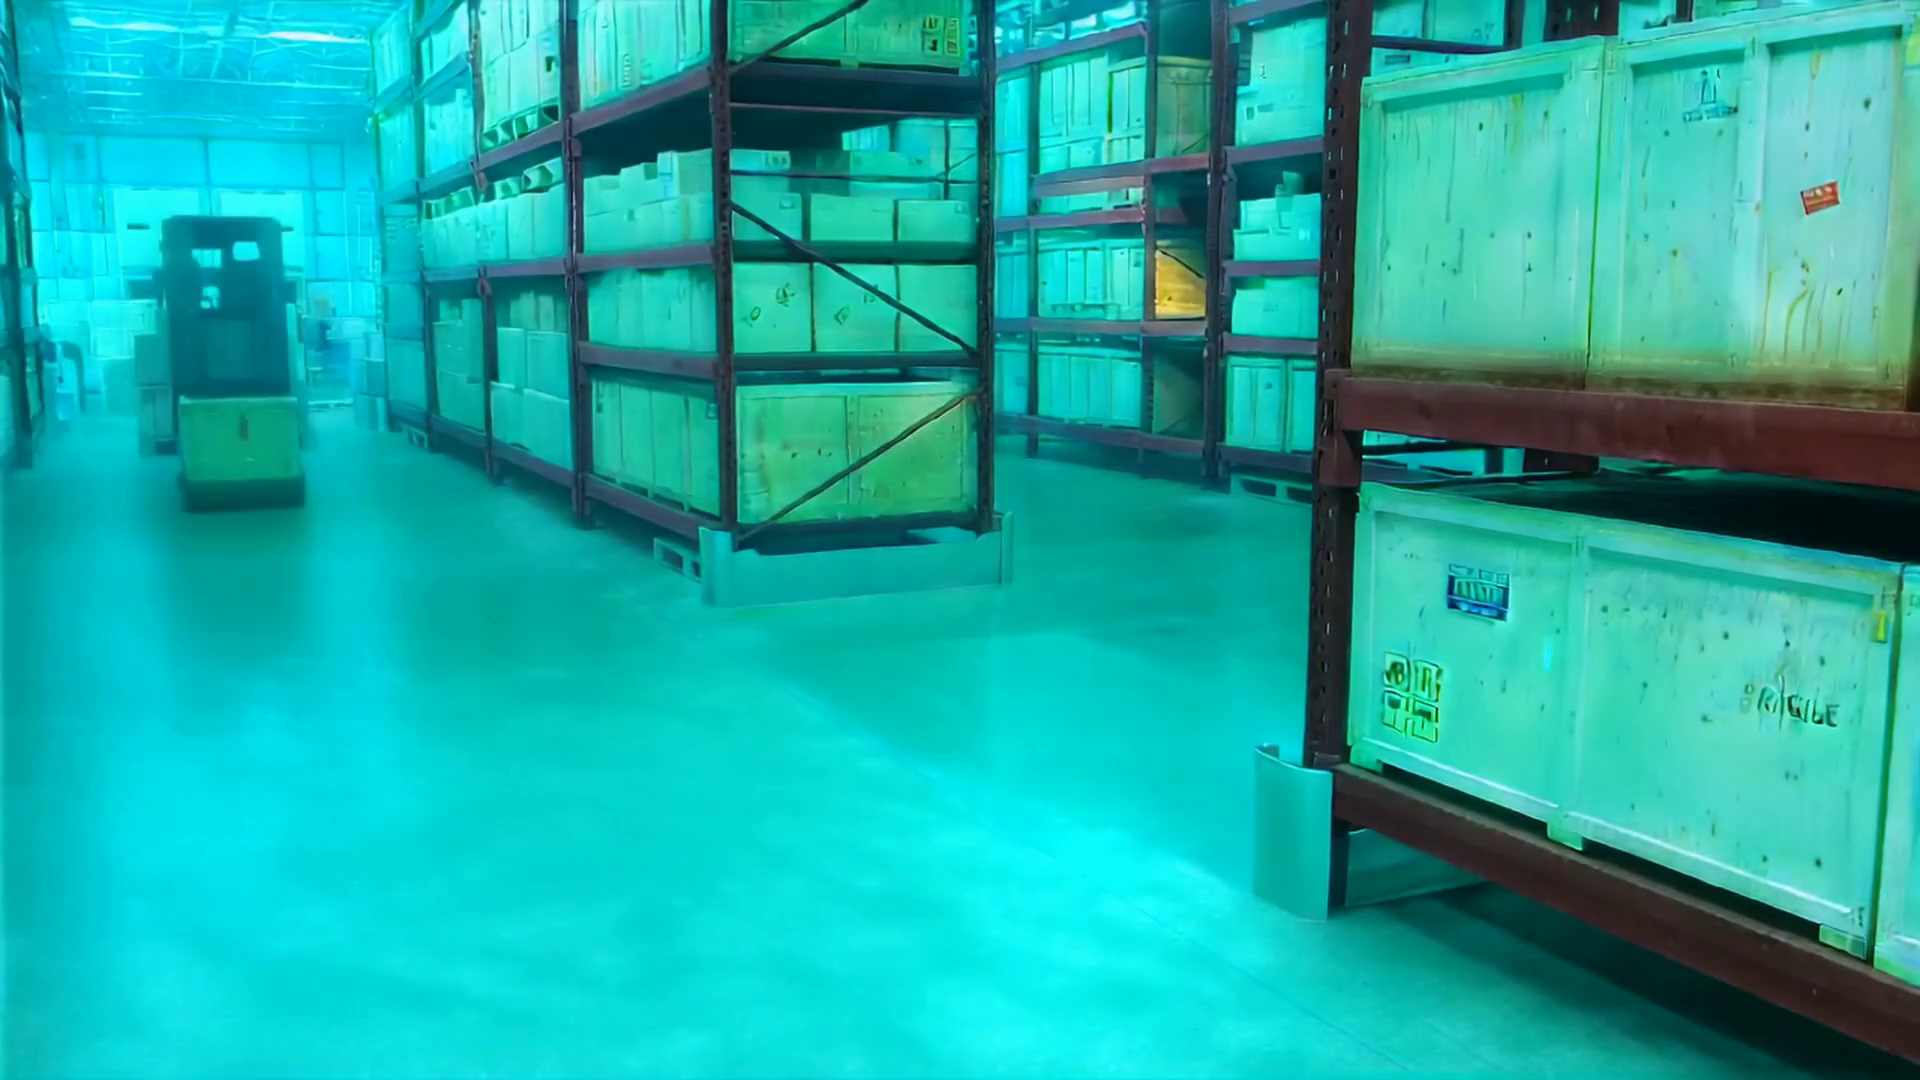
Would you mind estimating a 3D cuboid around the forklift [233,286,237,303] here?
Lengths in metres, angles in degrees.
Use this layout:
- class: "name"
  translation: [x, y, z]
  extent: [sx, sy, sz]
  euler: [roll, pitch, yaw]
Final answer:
- class: "forklift"
  translation: [-17.379, -5.329, 40.839]
  extent: [1.129, 2.768, 1.873]
  euler: [-4, 9, -26]

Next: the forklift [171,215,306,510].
- class: "forklift"
  translation: [-7.162, -1.781, 16.368]
  extent: [1.129, 2.768, 1.873]
  euler: [-4, 9, -26]

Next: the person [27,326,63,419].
- class: "person"
  translation: [-14.263, -2.517, 25.855]
  extent: [0.855, 1.595, 0.516]
  euler: [3, 9, 21]

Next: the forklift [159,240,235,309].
- class: "forklift"
  translation: [-10.555, -2.769, 23.185]
  extent: [1.129, 2.768, 1.873]
  euler: [-4, 9, -26]

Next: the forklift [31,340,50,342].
- class: "forklift"
  translation: [-28.778, -6.719, 50.422]
  extent: [1.873, 2.768, 1.129]
  euler: [-3, 9, -19]
